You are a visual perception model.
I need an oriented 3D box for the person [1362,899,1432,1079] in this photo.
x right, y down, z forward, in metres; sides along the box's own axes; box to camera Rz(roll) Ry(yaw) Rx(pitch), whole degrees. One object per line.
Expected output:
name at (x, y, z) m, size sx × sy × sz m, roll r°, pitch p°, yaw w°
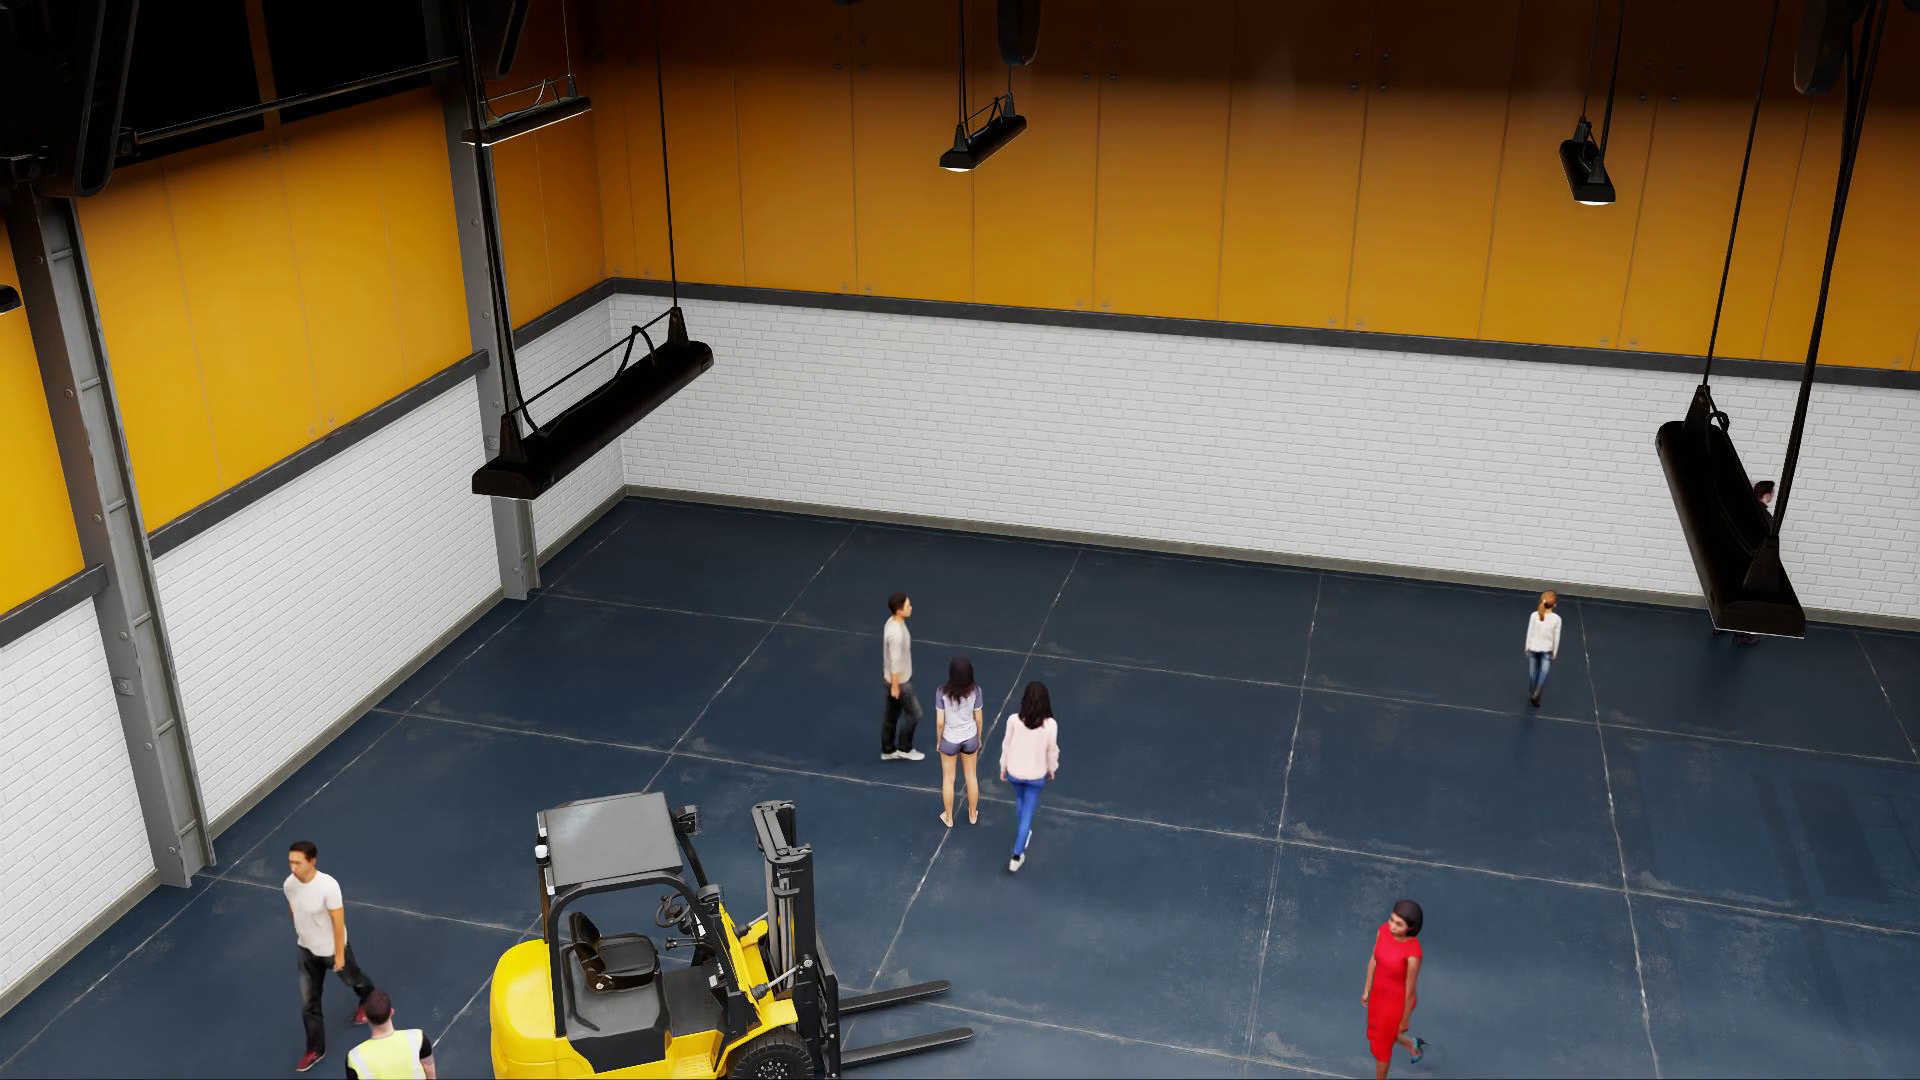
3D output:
person at (3.118, 3.266, 11.815) m, size 0.947 × 1.723 × 0.911 m, roll -11°, pitch 26°, yaw -24°

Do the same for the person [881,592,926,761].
person at (-0.691, 1.341, 16.120) m, size 0.846 × 1.802 × 0.729 m, roll -2°, pitch 24°, yaw -5°

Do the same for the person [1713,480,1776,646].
person at (8.787, 0.226, 18.535) m, size 0.834 × 1.911 × 0.719 m, roll -8°, pitch 25°, yaw -17°

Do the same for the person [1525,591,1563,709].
person at (5.979, 1.157, 17.157) m, size 0.519 × 1.308 × 0.704 m, roll 10°, pitch 26°, yaw 22°

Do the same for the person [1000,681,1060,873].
person at (0.564, 2.110, 14.460) m, size 0.690 × 1.724 × 0.861 m, roll 7°, pitch 25°, yaw 15°

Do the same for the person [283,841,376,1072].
person at (-4.678, 2.980, 12.418) m, size 0.703 × 1.764 × 1.138 m, roll 5°, pitch 24°, yaw 11°

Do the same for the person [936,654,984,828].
person at (-0.010, 1.817, 15.118) m, size 0.658 × 1.732 × 0.649 m, roll -4°, pitch 24°, yaw -10°

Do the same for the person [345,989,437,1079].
person at (-3.624, 3.677, 10.721) m, size 0.855 × 1.846 × 0.916 m, roll -14°, pitch 27°, yaw -28°
